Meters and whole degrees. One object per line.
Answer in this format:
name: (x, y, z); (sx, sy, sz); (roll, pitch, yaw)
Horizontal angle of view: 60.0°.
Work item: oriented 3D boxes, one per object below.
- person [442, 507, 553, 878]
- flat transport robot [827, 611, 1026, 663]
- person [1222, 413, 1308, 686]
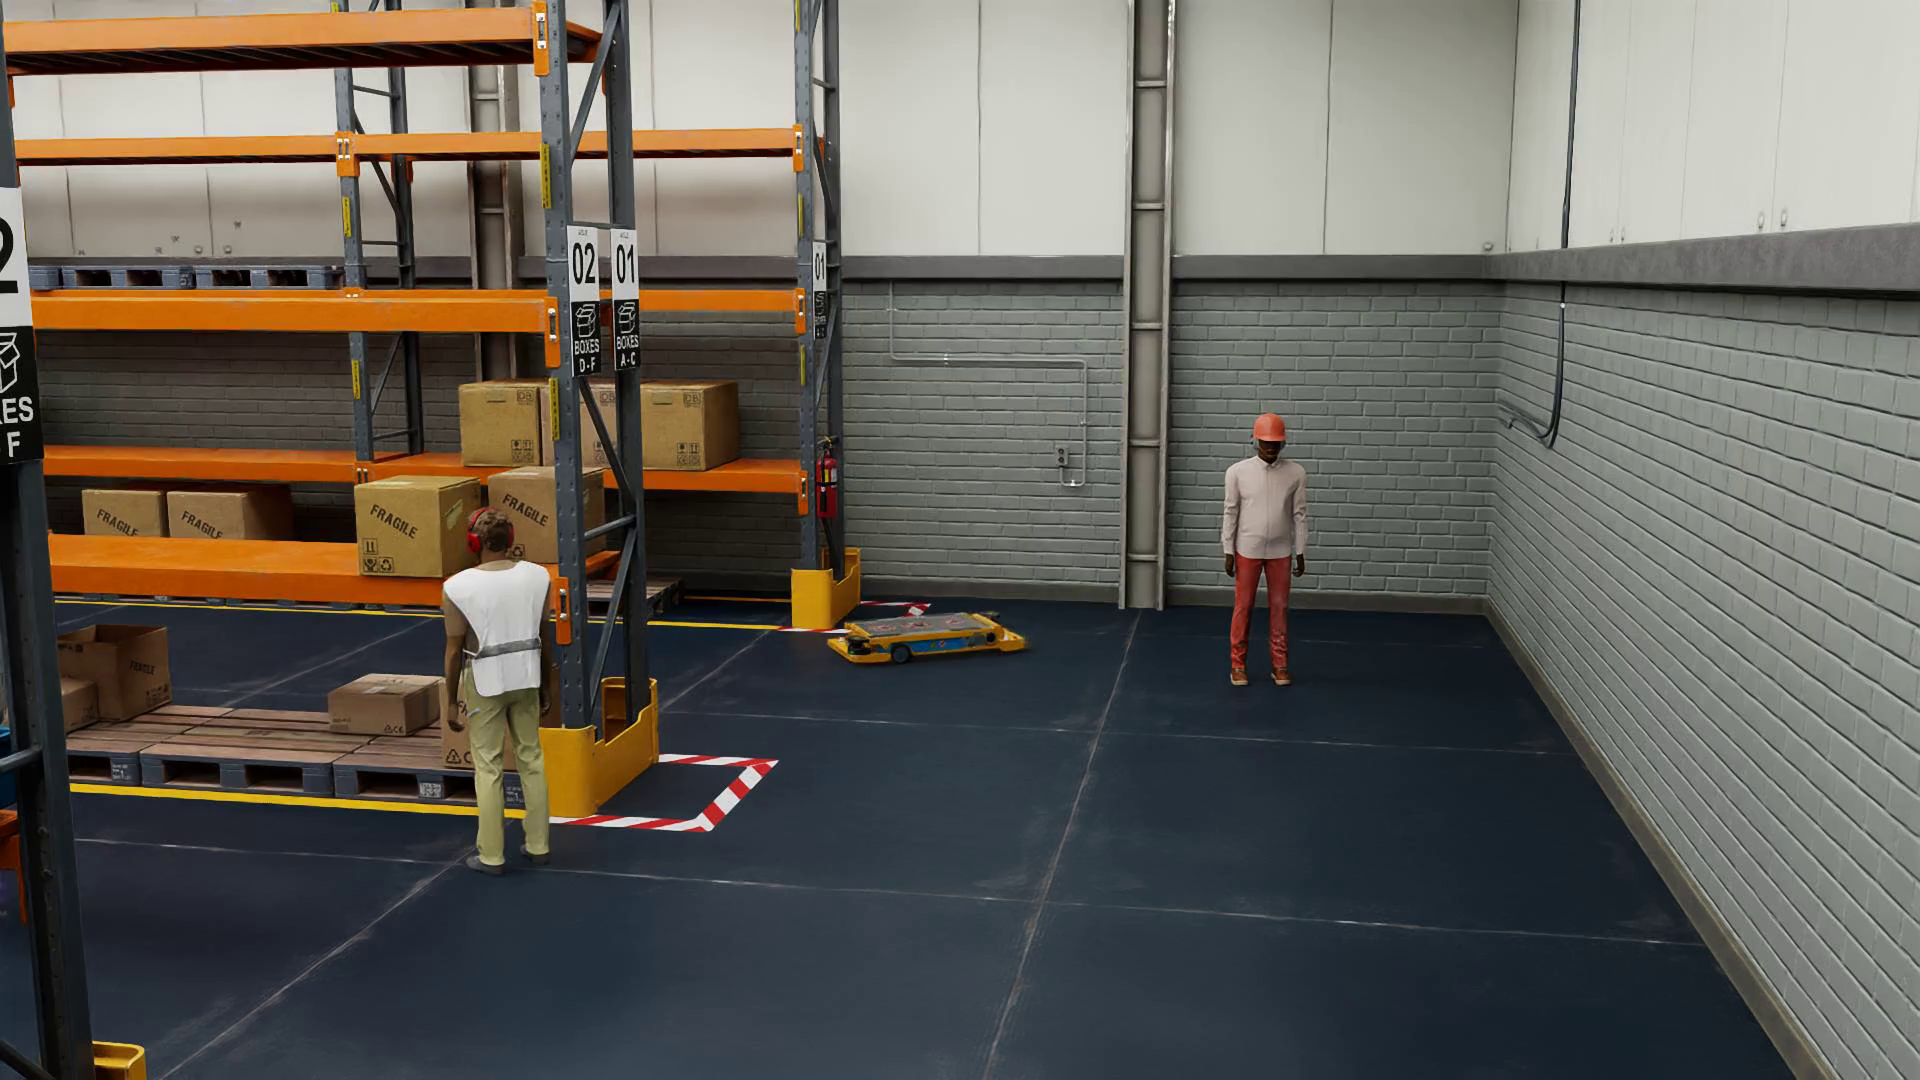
person: (-2.265, 0.754, 8.247); (0.564, 1.836, 0.387); (-8, 12, -41)
flat transport robot: (-0.266, 0.755, 13.074); (1.431, 0.197, 0.652); (-4, 10, -21)
person: (2.203, 0.074, 12.007); (0.618, 1.986, 0.407); (-1, 9, -4)
